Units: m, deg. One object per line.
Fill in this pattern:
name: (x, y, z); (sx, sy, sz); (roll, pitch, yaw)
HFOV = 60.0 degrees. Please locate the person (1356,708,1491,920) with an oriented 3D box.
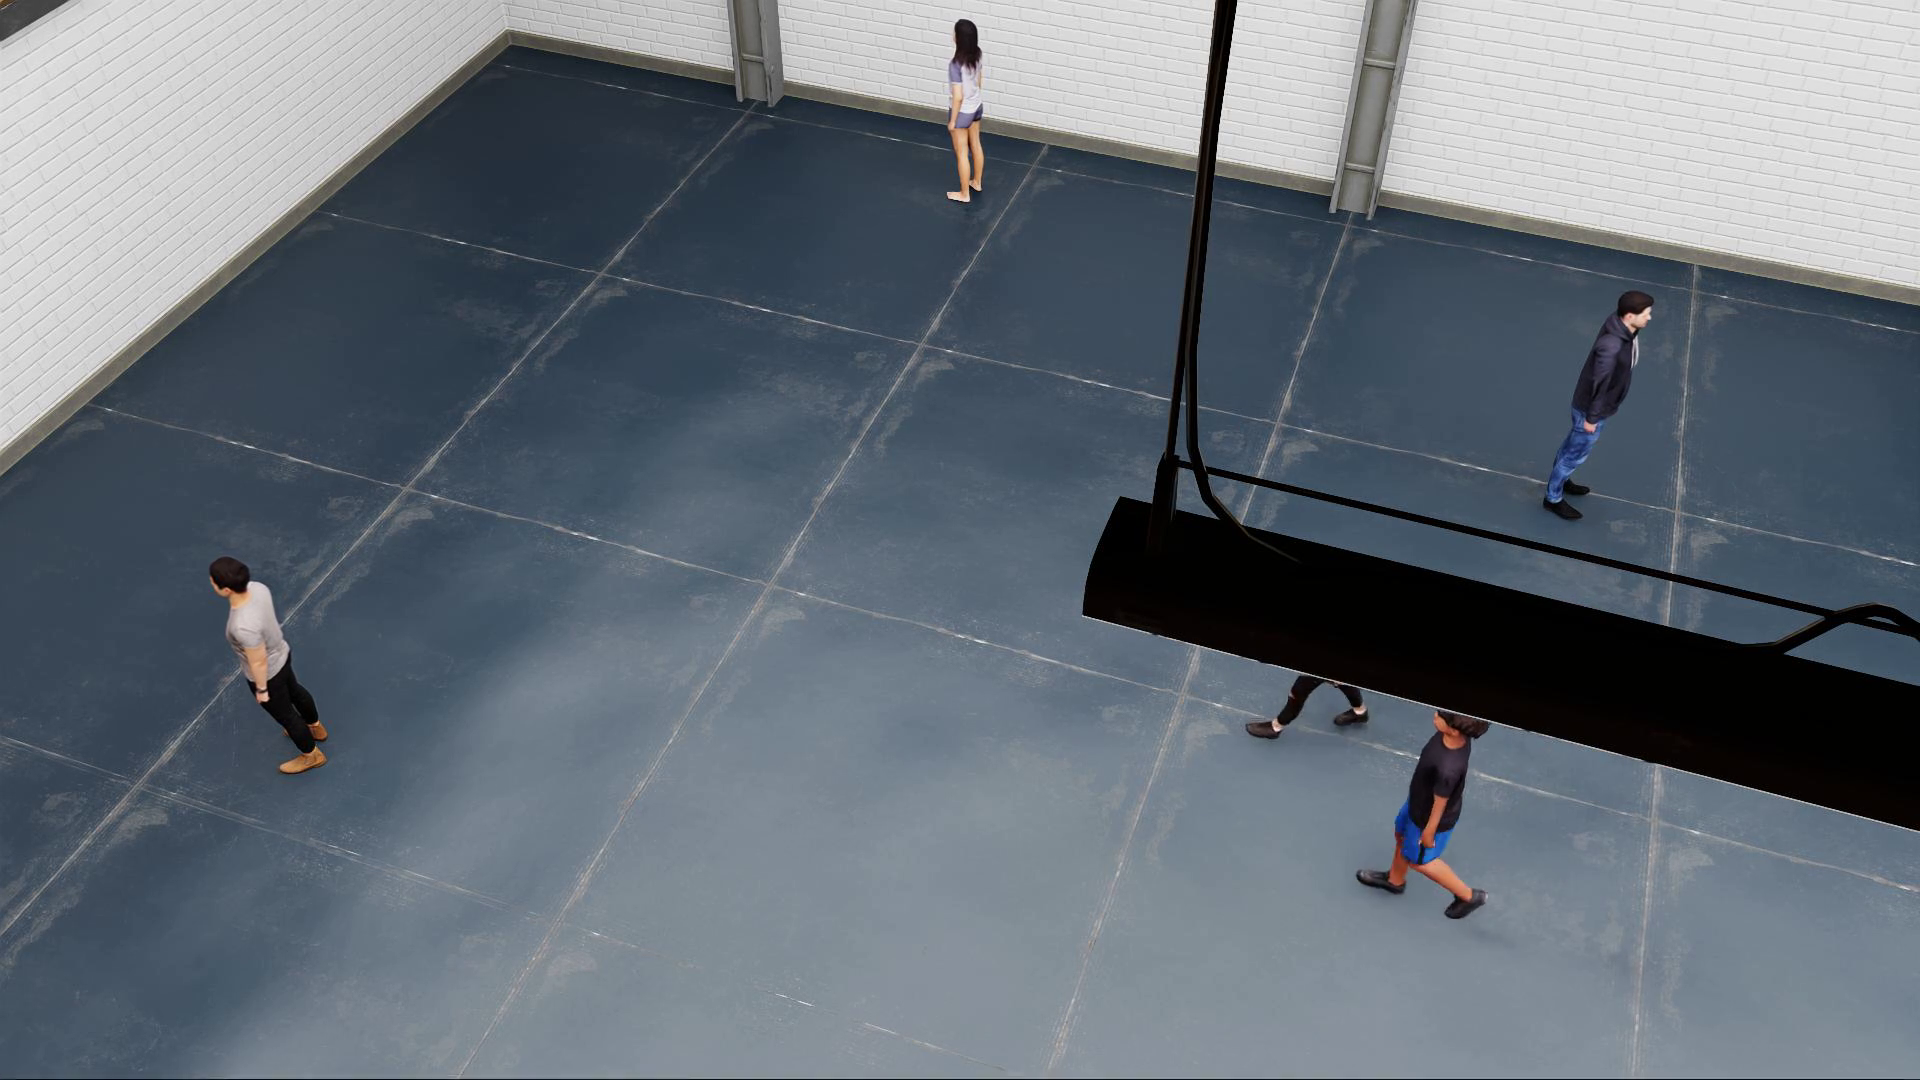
person: (2.709, 1.496, 9.242); (0.934, 1.780, 0.592); (14, 45, 15)

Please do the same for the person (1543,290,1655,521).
person: (4.489, -0.990, 11.771); (0.583, 1.892, 0.692); (18, 46, 18)

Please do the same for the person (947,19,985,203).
person: (0.052, -3.843, 14.880); (0.598, 1.733, 0.635); (26, 49, 25)

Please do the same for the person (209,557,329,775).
person: (-4.189, 0.747, 10.071); (0.675, 1.721, 0.684); (-5, 44, -5)
